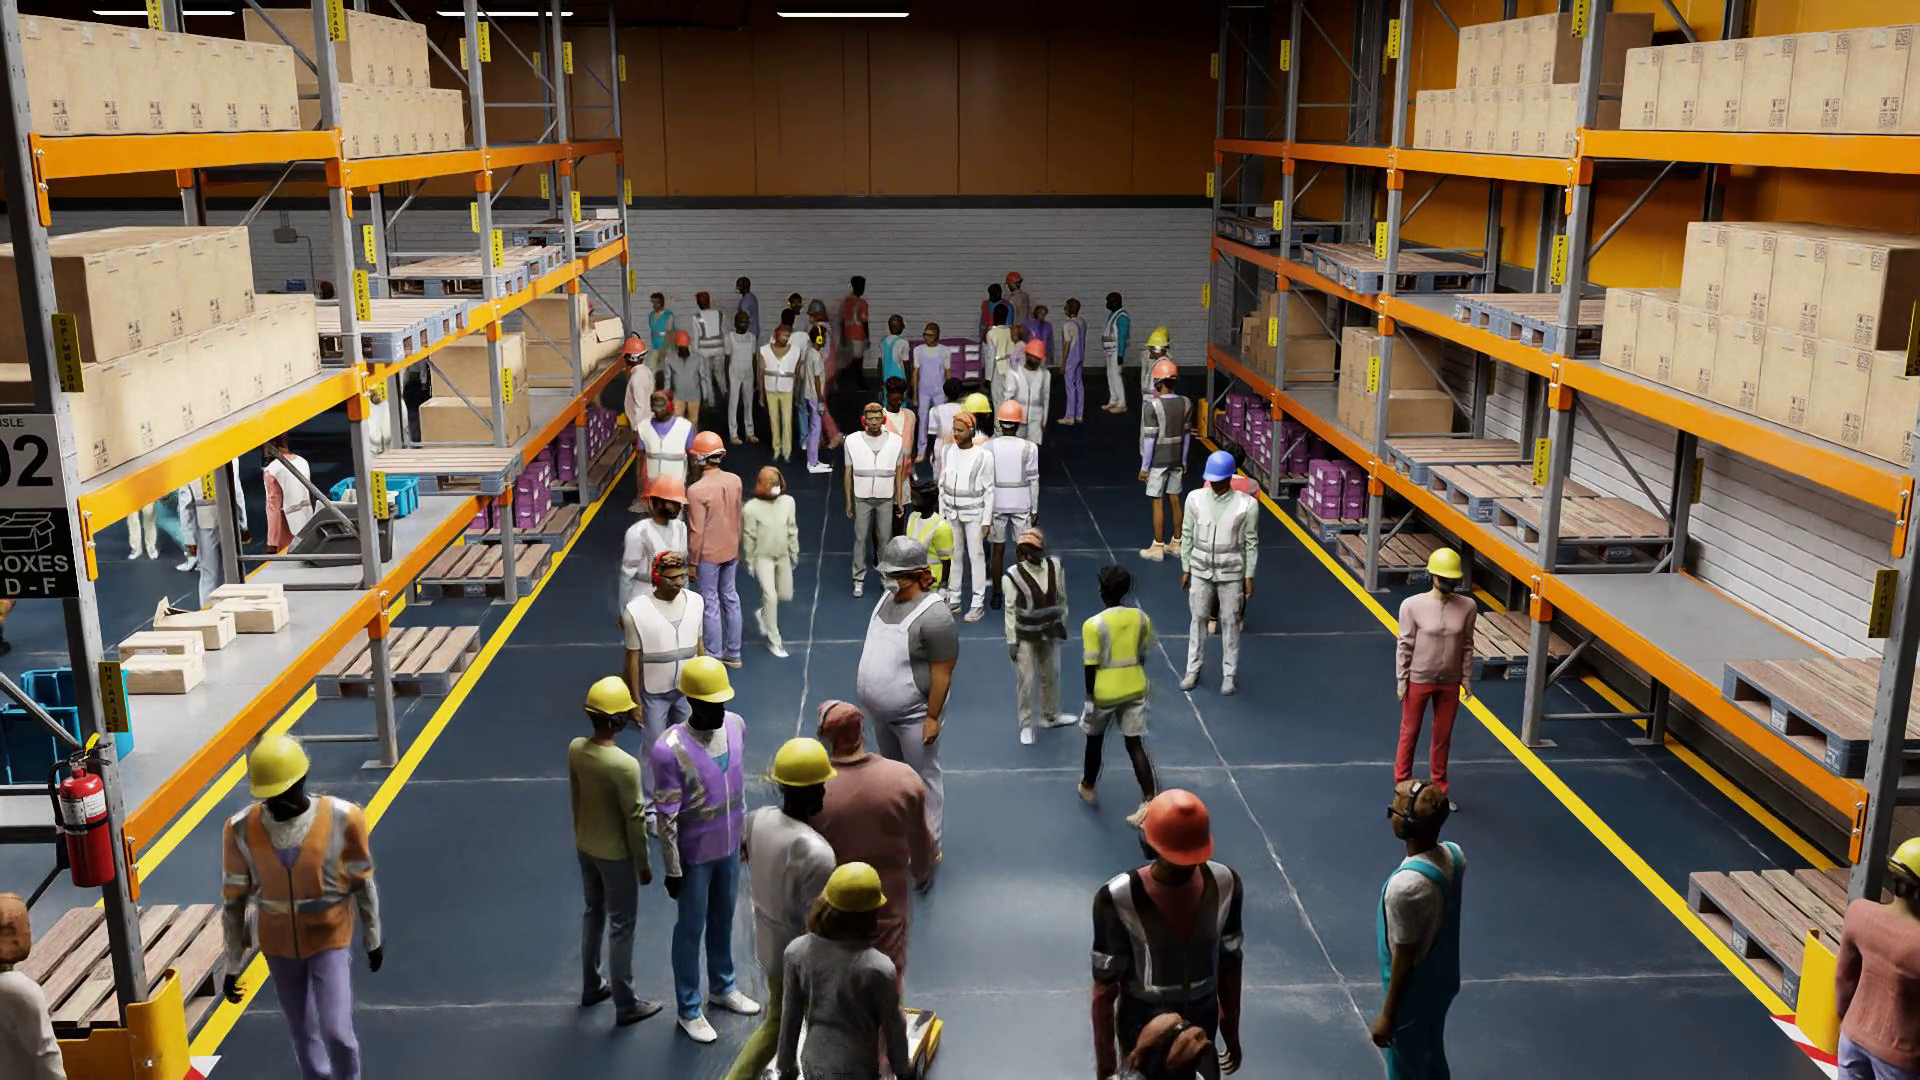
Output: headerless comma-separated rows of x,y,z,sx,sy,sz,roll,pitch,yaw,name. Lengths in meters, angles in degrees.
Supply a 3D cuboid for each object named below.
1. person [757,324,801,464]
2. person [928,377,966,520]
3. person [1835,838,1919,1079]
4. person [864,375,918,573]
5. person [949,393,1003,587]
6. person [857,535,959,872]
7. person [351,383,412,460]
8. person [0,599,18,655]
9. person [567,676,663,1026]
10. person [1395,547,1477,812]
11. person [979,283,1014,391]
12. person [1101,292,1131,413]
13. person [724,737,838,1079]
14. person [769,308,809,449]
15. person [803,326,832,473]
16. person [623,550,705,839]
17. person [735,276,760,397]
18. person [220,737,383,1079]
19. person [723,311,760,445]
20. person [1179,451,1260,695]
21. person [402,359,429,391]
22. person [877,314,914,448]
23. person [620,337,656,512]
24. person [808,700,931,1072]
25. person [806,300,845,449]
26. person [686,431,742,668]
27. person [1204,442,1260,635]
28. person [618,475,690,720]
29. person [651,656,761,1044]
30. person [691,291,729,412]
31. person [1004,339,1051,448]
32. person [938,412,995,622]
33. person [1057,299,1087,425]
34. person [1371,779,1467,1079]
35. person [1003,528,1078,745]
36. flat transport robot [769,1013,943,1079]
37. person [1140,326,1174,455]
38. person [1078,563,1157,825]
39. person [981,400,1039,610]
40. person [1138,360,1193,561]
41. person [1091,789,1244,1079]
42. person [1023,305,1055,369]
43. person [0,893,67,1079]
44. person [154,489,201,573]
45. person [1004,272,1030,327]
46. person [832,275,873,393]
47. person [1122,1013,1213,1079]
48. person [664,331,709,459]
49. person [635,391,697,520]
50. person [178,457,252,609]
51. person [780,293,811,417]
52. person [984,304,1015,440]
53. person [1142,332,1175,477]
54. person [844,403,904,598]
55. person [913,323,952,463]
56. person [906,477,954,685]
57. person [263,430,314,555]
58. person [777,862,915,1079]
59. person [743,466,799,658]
-2.342,-1.876,21.540,0.573,1.812,0.793,0,14,-2,person
-0.078,-0.915,17.996,0.540,1.695,0.317,1,14,3,person
3.642,1.985,6.494,0.327,1.760,0.524,-4,15,-16,person
-0.660,-0.659,16.467,0.603,1.959,0.379,-12,19,-39,person
0.071,-0.444,15.738,0.747,1.902,0.597,-10,18,-35,person
-0.349,0.963,9.937,0.538,2.000,0.683,-11,18,-36,person
-6.155,-0.906,17.720,0.615,1.816,0.412,-5,15,-19,person
-8.055,0.060,13.761,0.582,1.914,0.565,0,14,1,person
-1.724,1.530,8.281,0.534,1.759,0.343,13,19,41,person
3.055,0.905,10.712,0.525,1.770,0.306,-2,14,-8,person
0.553,-3.186,26.631,0.621,1.841,0.429,10,17,35,person
2.377,-2.870,25.411,0.429,1.830,0.639,-3,15,-11,person
-0.746,1.763,7.077,0.727,1.908,0.598,-11,18,-36,person
-2.283,-2.156,22.424,0.589,1.920,0.398,-7,16,-25,person
-1.814,-1.783,21.090,0.331,1.859,0.517,-4,15,-15,person
-1.832,0.948,10.414,0.560,1.836,0.394,-13,19,-41,person
-3.412,-3.276,26.806,0.365,1.932,0.629,2,14,6,person
-2.827,1.745,7.140,0.608,1.905,0.537,-2,14,-7,person
-3.008,-2.234,22.899,0.504,1.838,0.351,-10,17,-34,person
2.008,0.250,12.946,0.605,1.937,0.411,6,15,22,person
-9.036,-3.390,27.368,0.574,1.876,0.355,-2,14,-9,person
-0.872,-2.108,22.384,0.514,1.844,0.327,9,17,32,person
-3.648,-1.314,18.964,0.382,1.996,0.608,0,14,-1,person
-0.462,1.616,7.759,0.706,1.843,1.032,-2,14,-9,person
-1.865,-2.271,22.635,0.754,2.000,0.715,4,15,17,person
-1.985,0.109,13.382,0.381,1.994,0.622,8,17,30,person
2.341,-0.008,14.460,0.535,1.690,0.319,-3,15,-11,person
-2.211,0.456,12.240,0.918,1.879,0.567,8,16,27,person
-1.223,1.482,8.124,0.367,1.926,0.594,10,17,33,person
-3.751,-2.831,25.185,0.615,1.864,0.574,-8,17,-30,person
0.788,-1.460,19.770,0.568,1.897,0.958,0,14,-2,person
0.039,-0.212,14.866,0.574,1.882,0.352,10,17,33,person
1.645,-2.611,24.356,0.345,1.847,0.506,11,18,37,person
1.855,1.854,6.828,0.351,1.847,0.507,12,19,40,person
0.601,0.672,11.948,0.705,1.607,0.330,-10,17,-34,person
-0.569,2.473,7.540,0.652,0.197,1.431,4,15,14,flat transport robot
2.627,-1.968,22.067,0.490,1.730,0.324,11,18,36,person
1.031,0.987,10.624,0.541,1.650,0.824,-8,16,-28,person
0.451,-0.314,15.152,0.543,1.939,0.361,1,14,6,person
2.057,-0.806,16.879,0.615,2.041,0.384,-10,17,-34,person
0.804,1.887,6.337,0.612,2.033,0.411,-4,15,-16,person
1.185,-2.812,25.590,0.576,1.615,0.387,-7,16,-26,person
-3.551,2.102,6.278,0.498,1.633,0.279,6,15,22,person
-7.649,-0.578,16.289,0.471,1.887,0.661,5,15,19,person
0.903,-3.350,26.980,0.393,1.986,0.610,7,16,26,person
-1.758,-3.318,26.973,0.815,1.937,0.633,-11,18,-37,person
0.631,2.321,5.471,0.565,1.601,0.729,-11,18,-38,person
-3.554,-1.857,21.619,0.584,1.720,0.742,-2,14,-8,person
-2.923,-0.551,16.349,0.583,1.803,0.904,2,14,7,person
-6.439,-0.093,14.359,0.386,1.906,0.601,8,16,29,person
-2.441,-2.770,24.932,0.521,1.873,0.336,-5,15,-20,person
0.580,-2.301,22.992,0.392,1.922,0.590,13,19,42,person
2.478,-1.687,20.787,0.403,1.826,0.595,3,15,11,person
-0.807,-0.384,15.611,0.563,1.847,0.389,-3,15,-12,person
-0.359,-1.906,21.598,0.505,1.842,0.345,2,14,7,person
-0.256,0.335,13.083,0.318,1.697,0.540,-10,17,-34,person
-5.734,-0.063,14.244,0.414,1.906,0.597,1,14,5,person
-0.474,2.047,6.410,0.478,1.682,0.968,9,17,32,person
-1.600,0.153,13.955,0.504,1.617,0.526,-11,18,-36,person
